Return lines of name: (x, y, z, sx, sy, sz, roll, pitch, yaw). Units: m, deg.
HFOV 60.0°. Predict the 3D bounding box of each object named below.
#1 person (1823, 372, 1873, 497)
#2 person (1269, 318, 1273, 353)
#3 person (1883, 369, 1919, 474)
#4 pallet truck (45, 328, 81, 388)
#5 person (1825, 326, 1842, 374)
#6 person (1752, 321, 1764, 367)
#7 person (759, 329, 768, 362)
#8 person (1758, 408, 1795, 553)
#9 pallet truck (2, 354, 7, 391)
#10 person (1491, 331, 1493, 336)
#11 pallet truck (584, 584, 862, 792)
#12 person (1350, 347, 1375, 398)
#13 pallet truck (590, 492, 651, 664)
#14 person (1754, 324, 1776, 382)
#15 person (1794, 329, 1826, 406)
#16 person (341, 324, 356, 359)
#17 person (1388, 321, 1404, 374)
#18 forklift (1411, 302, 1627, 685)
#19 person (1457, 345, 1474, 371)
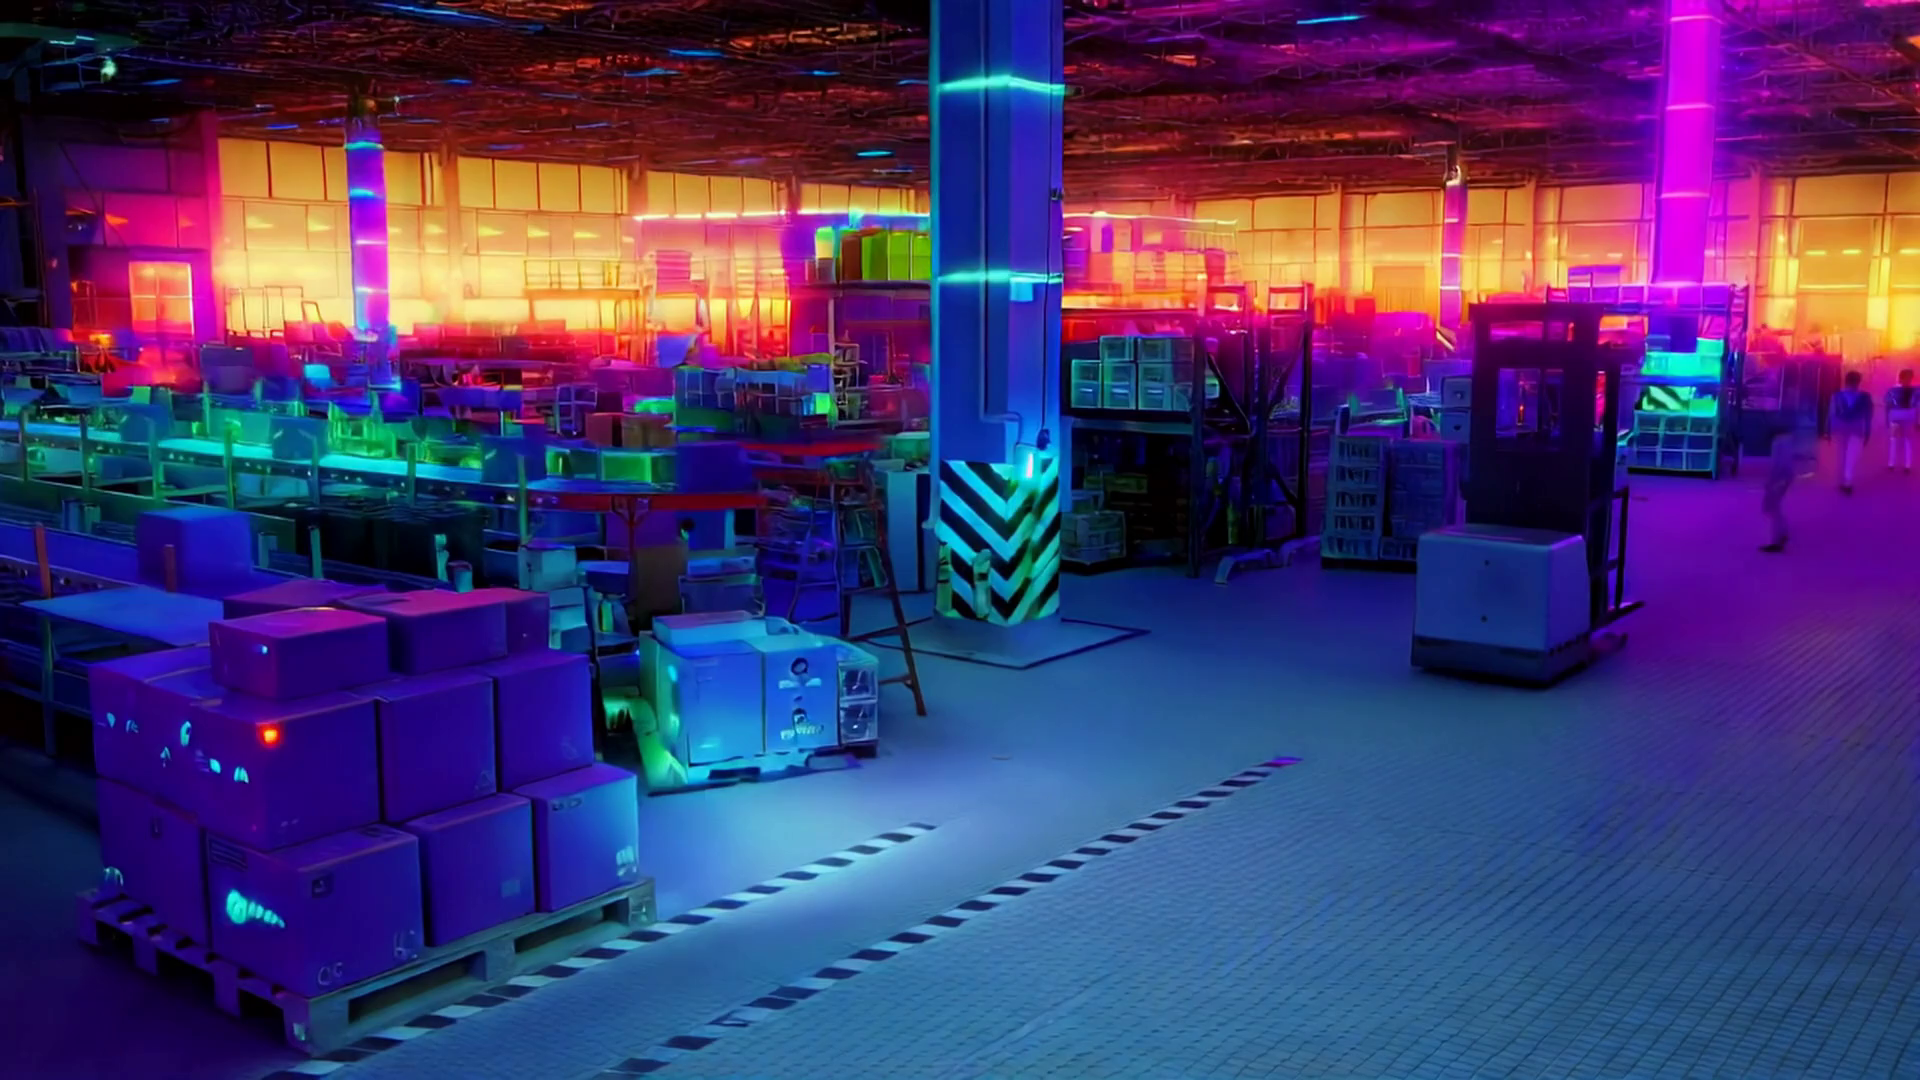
person: (12.787, -1.537, 23.971, 0.602, 1.784, 0.954, 5, 10, 31)
person: (14.982, -9.948, 80.488, 0.433, 1.832, 0.624, 1, 8, 4)
person: (15.117, -1.900, 26.690, 0.531, 1.692, 0.320, 3, 9, 20)
pallet truck: (-23.775, -4.544, 43.495, 1.885, 1.965, 0.823, 6, 10, 35)
person: (31.340, -6.818, 59.731, 0.621, 1.725, 0.499, -8, 12, -44)
person: (31.114, -7.632, 64.885, 0.519, 1.822, 0.650, 2, 9, 13)
person: (-7.740, -7.602, 64.700, 1.025, 1.826, 0.597, 1, 8, 5)
person: (9.103, -0.662, 18.550, 0.341, 1.620, 0.520, 6, 11, 37)
pallet truck: (-24.881, -4.417, 42.634, 1.885, 1.965, 0.823, 8, 11, 41)
person: (13.683, -4.525, 43.420, 0.411, 1.982, 0.705, 1, 9, 9)
pallet truck: (-1.426, 0.805, 10.019, 1.601, 1.201, 0.680, -4, 9, -26)
person: (8.580, -3.245, 35.563, 0.530, 1.754, 0.457, 8, 12, 43)
pallet truck: (-3.115, 0.344, 12.883, 0.653, 1.274, 1.630, 7, 11, 37)
person: (26.483, -6.141, 54.581, 0.630, 1.910, 0.936, -3, 9, -20)
person: (21.546, -4.364, 42.136, 0.688, 2.000, 0.845, -4, 9, -27)
person: (-17.496, -5.124, 47.335, 0.843, 2.009, 0.627, 3, 9, 19)
person: (15.838, -6.891, 59.638, 0.931, 1.896, 0.574, 2, 9, 10)
forklift: (4.379, -0.438, 12.852, 1.129, 2.768, 1.873, 7, 11, 37)
person: (11.900, -3.692, 38.810, 0.538, 1.684, 0.369, 7, 11, 41)
